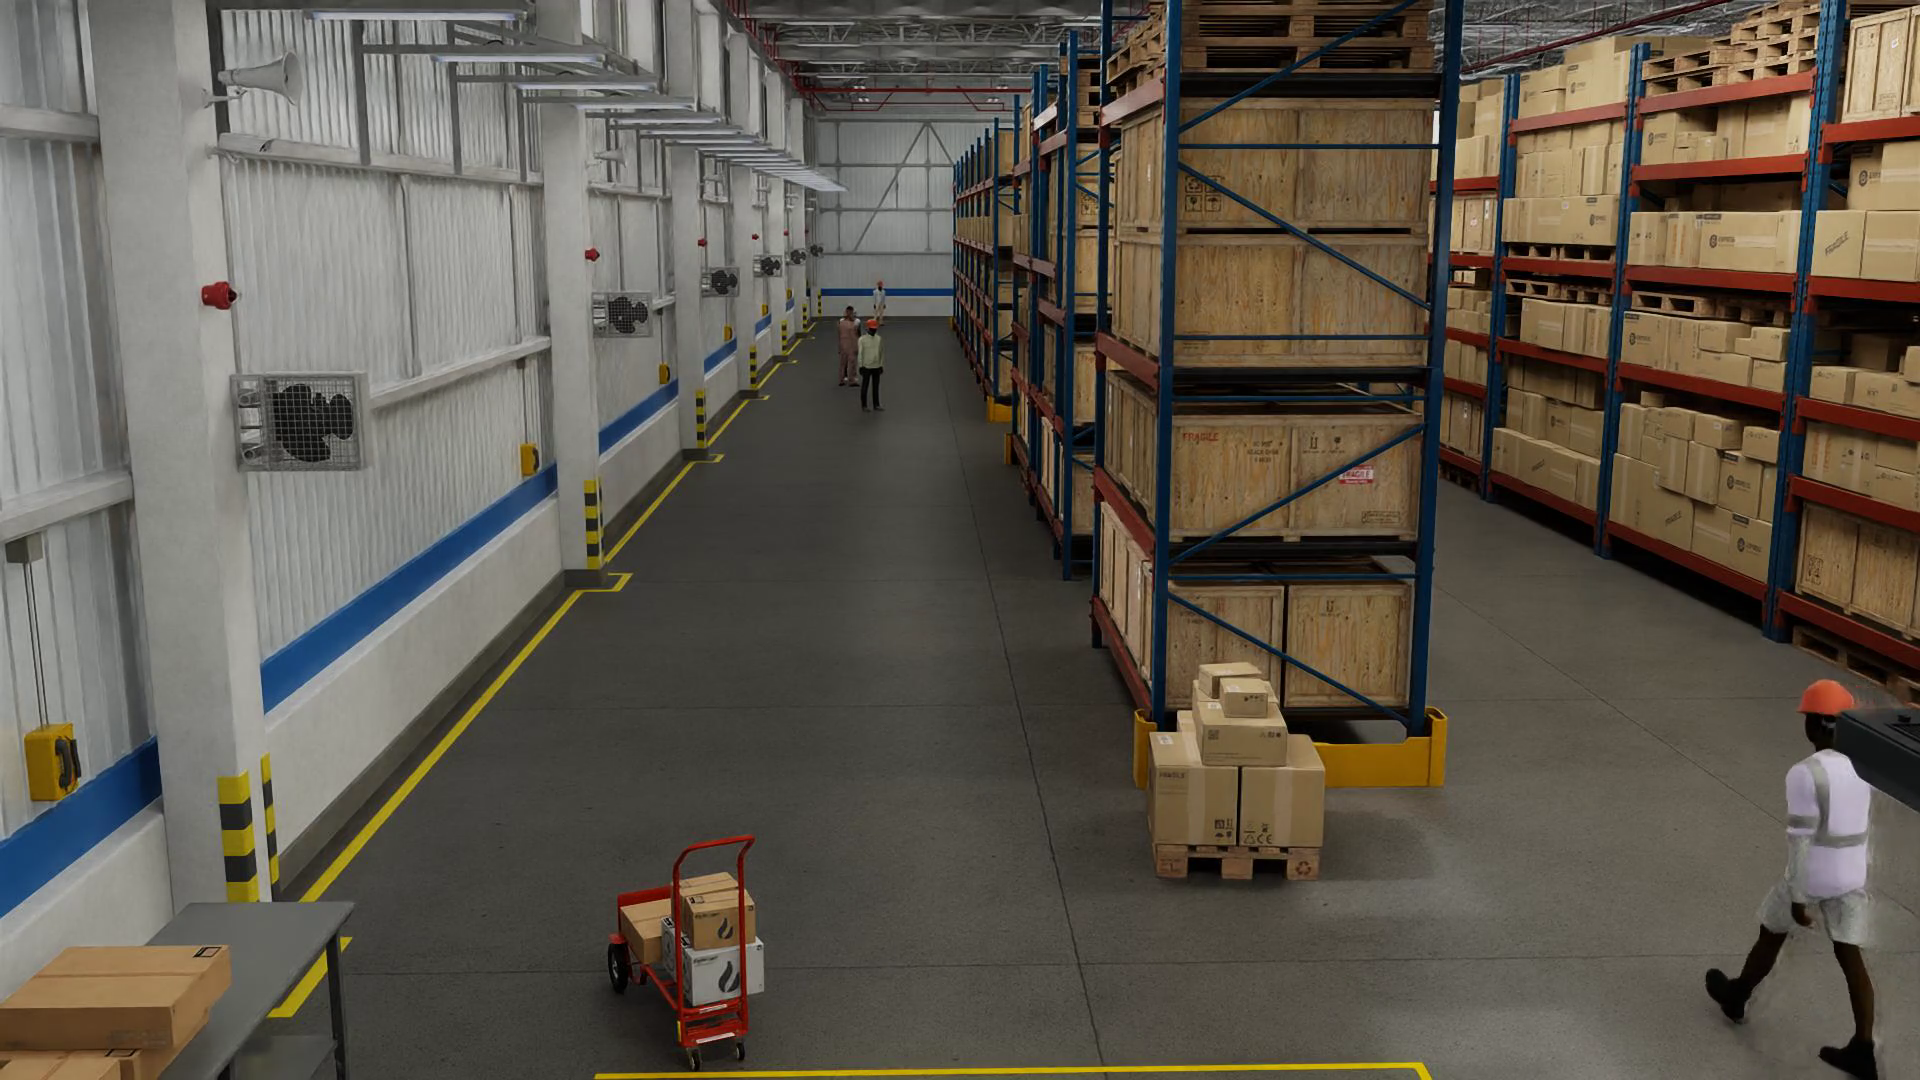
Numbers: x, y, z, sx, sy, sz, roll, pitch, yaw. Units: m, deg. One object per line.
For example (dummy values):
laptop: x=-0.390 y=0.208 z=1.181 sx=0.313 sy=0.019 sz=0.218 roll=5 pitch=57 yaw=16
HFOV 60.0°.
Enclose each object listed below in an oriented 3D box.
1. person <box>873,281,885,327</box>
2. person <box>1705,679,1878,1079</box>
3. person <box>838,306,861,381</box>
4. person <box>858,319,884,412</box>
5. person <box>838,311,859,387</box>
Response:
person: x=-3.111 y=-9.127 z=64.280 sx=0.570 sy=1.747 sz=0.344 roll=-8 pitch=14 yaw=-36
person: x=4.183 y=1.606 z=8.151 sx=0.544 sy=1.869 sz=0.983 roll=-3 pitch=11 yaw=-15
person: x=-2.815 y=-5.021 z=42.499 sx=0.589 sy=1.913 sz=0.398 roll=-4 pitch=12 yaw=-20
person: x=-1.899 y=-3.733 z=35.611 sx=0.619 sy=1.985 sz=0.406 roll=-8 pitch=13 yaw=-34
person: x=-2.741 y=-4.723 z=41.073 sx=0.424 sy=1.870 sz=0.718 roll=-7 pitch=13 yaw=-34
